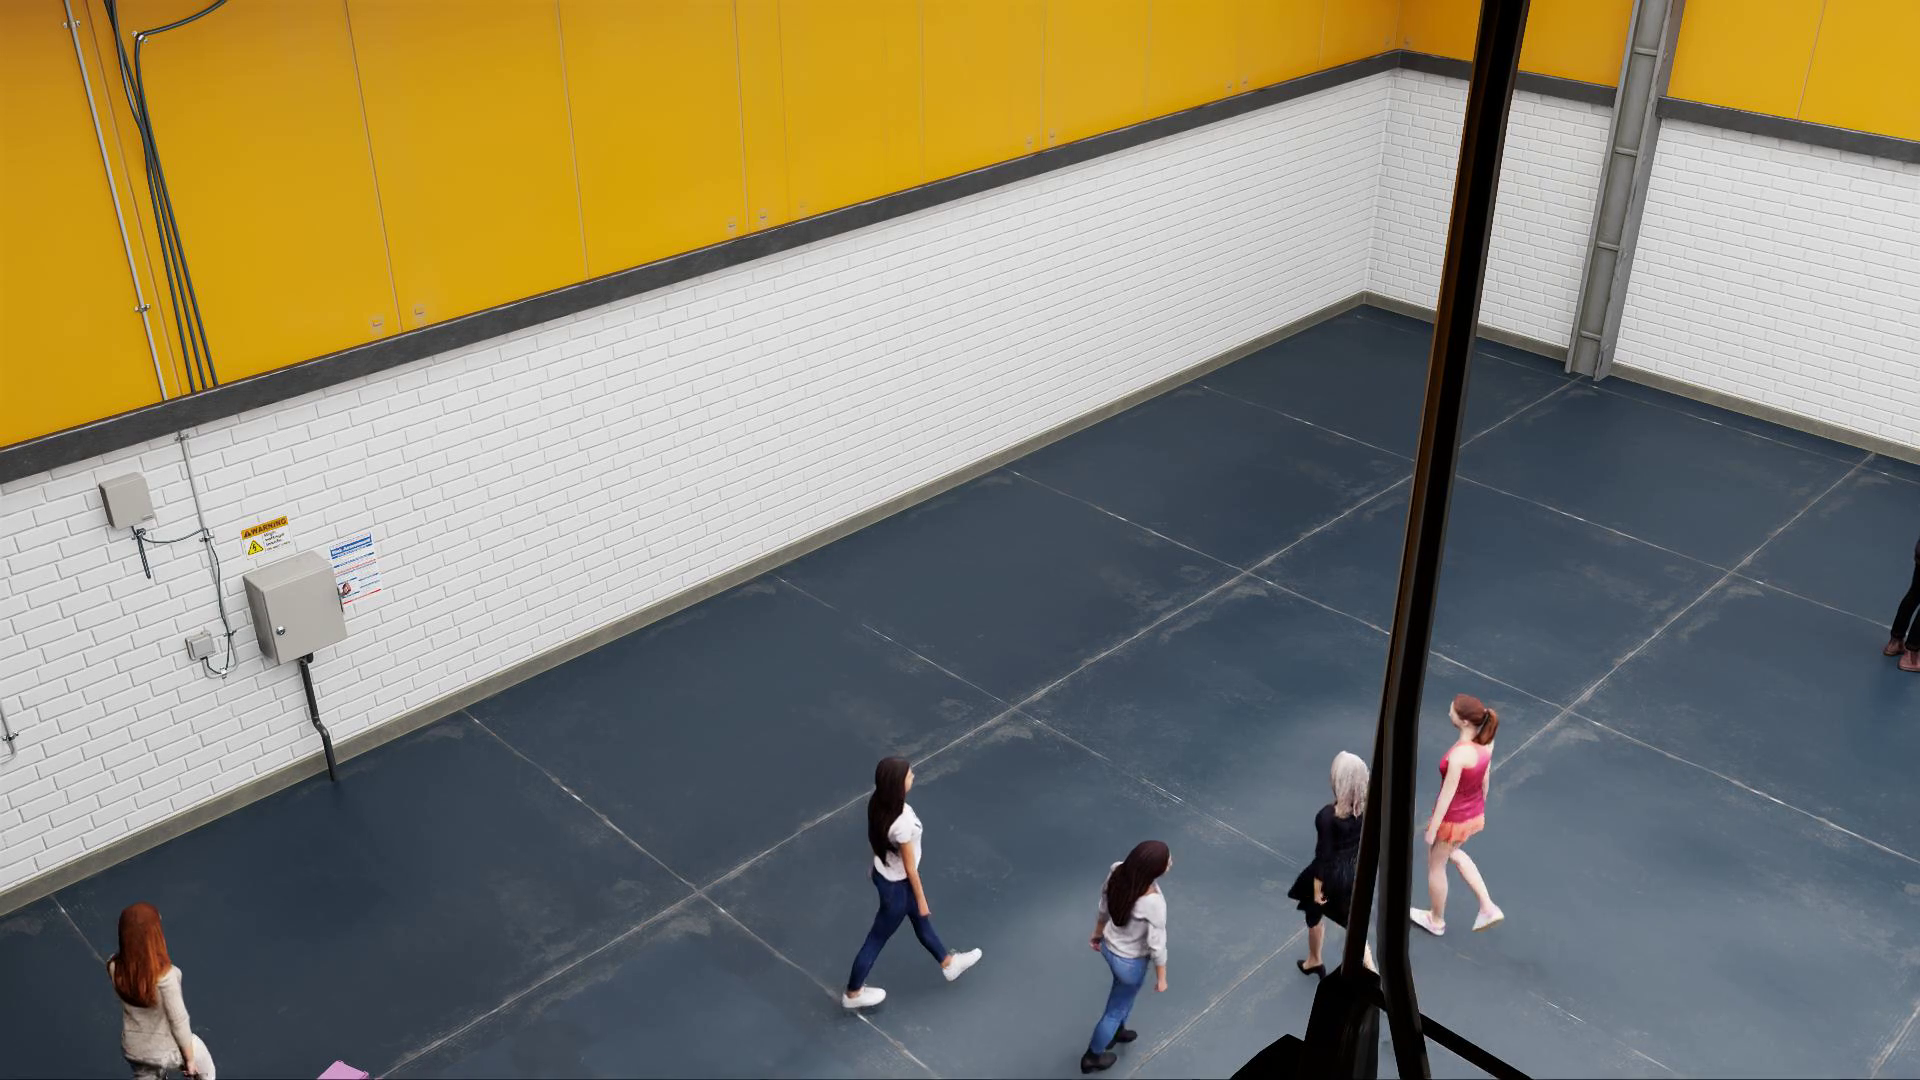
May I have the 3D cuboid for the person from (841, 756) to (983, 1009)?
[{"bbox_3d":[-0.461,2.022,9.543,1.027,1.726,1.140,-8,30,-15],"label":"person"}]

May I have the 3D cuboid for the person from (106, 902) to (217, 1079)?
[{"bbox_3d":[-4.120,2.633,8.461,0.848,1.688,0.895,3,29,6],"label":"person"}]

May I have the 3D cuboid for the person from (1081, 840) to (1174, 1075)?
[{"bbox_3d":[0.854,2.316,9.140,0.807,1.596,0.716,-16,32,-27],"label":"person"}]

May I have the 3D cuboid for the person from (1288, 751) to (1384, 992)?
[{"bbox_3d":[2.243,2.004,9.579,0.760,1.723,1.021,-15,32,-26],"label":"person"}]

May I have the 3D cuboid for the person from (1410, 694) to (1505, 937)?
[{"bbox_3d":[3.088,1.721,10.089,0.635,1.731,0.803,-24,37,-37],"label":"person"}]
